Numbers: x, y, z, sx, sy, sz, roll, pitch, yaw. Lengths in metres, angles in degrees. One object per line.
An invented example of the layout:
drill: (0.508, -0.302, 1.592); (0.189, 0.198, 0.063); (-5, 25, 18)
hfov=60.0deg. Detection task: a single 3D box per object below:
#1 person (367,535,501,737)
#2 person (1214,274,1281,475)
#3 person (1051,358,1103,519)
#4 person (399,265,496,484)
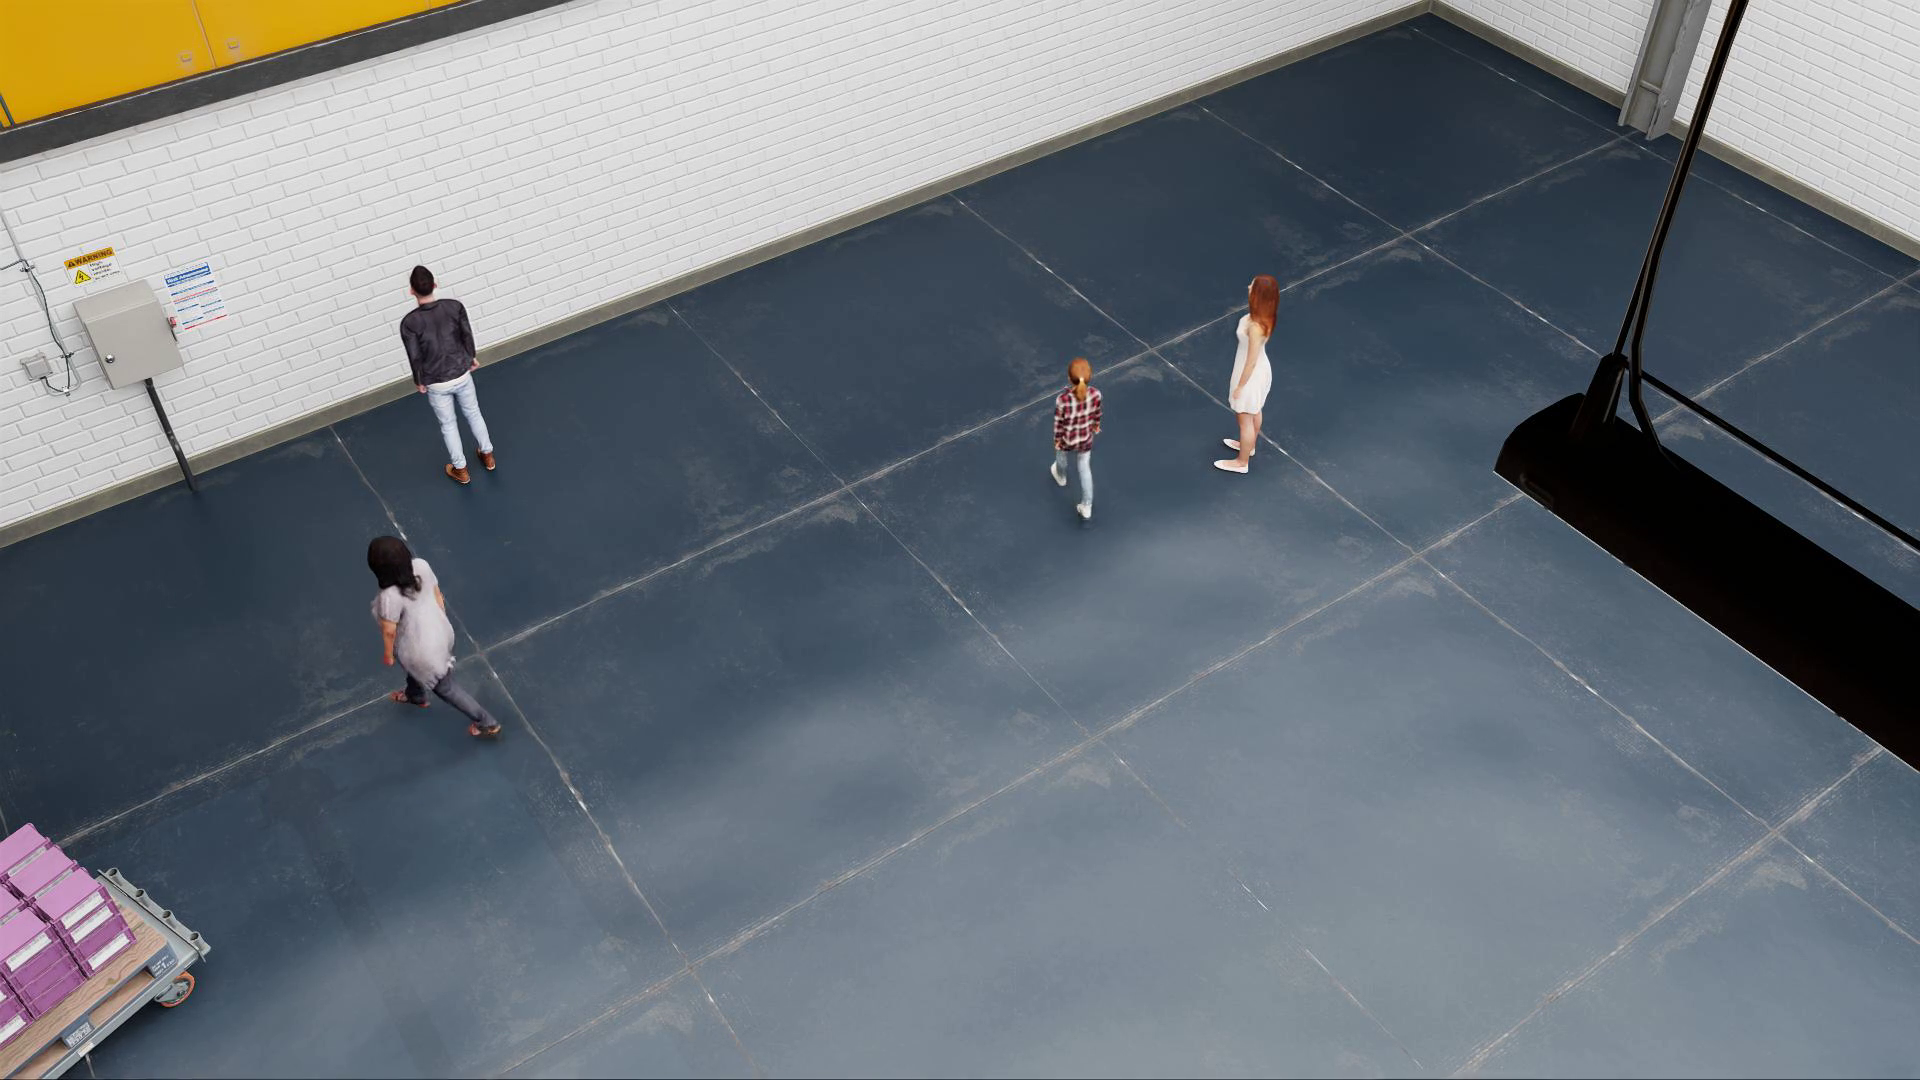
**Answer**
person: (-3.294, 0.642, 10.364); (1.115, 1.573, 1.052); (7, 44, 8)
person: (2.148, -1.230, 12.228); (0.679, 1.712, 0.647); (16, 46, 16)
person: (0.858, -0.726, 12.011); (0.739, 1.282, 0.977); (-10, 45, -10)
person: (-3.735, -1.200, 12.106); (0.674, 1.836, 0.558); (-31, 51, -28)
